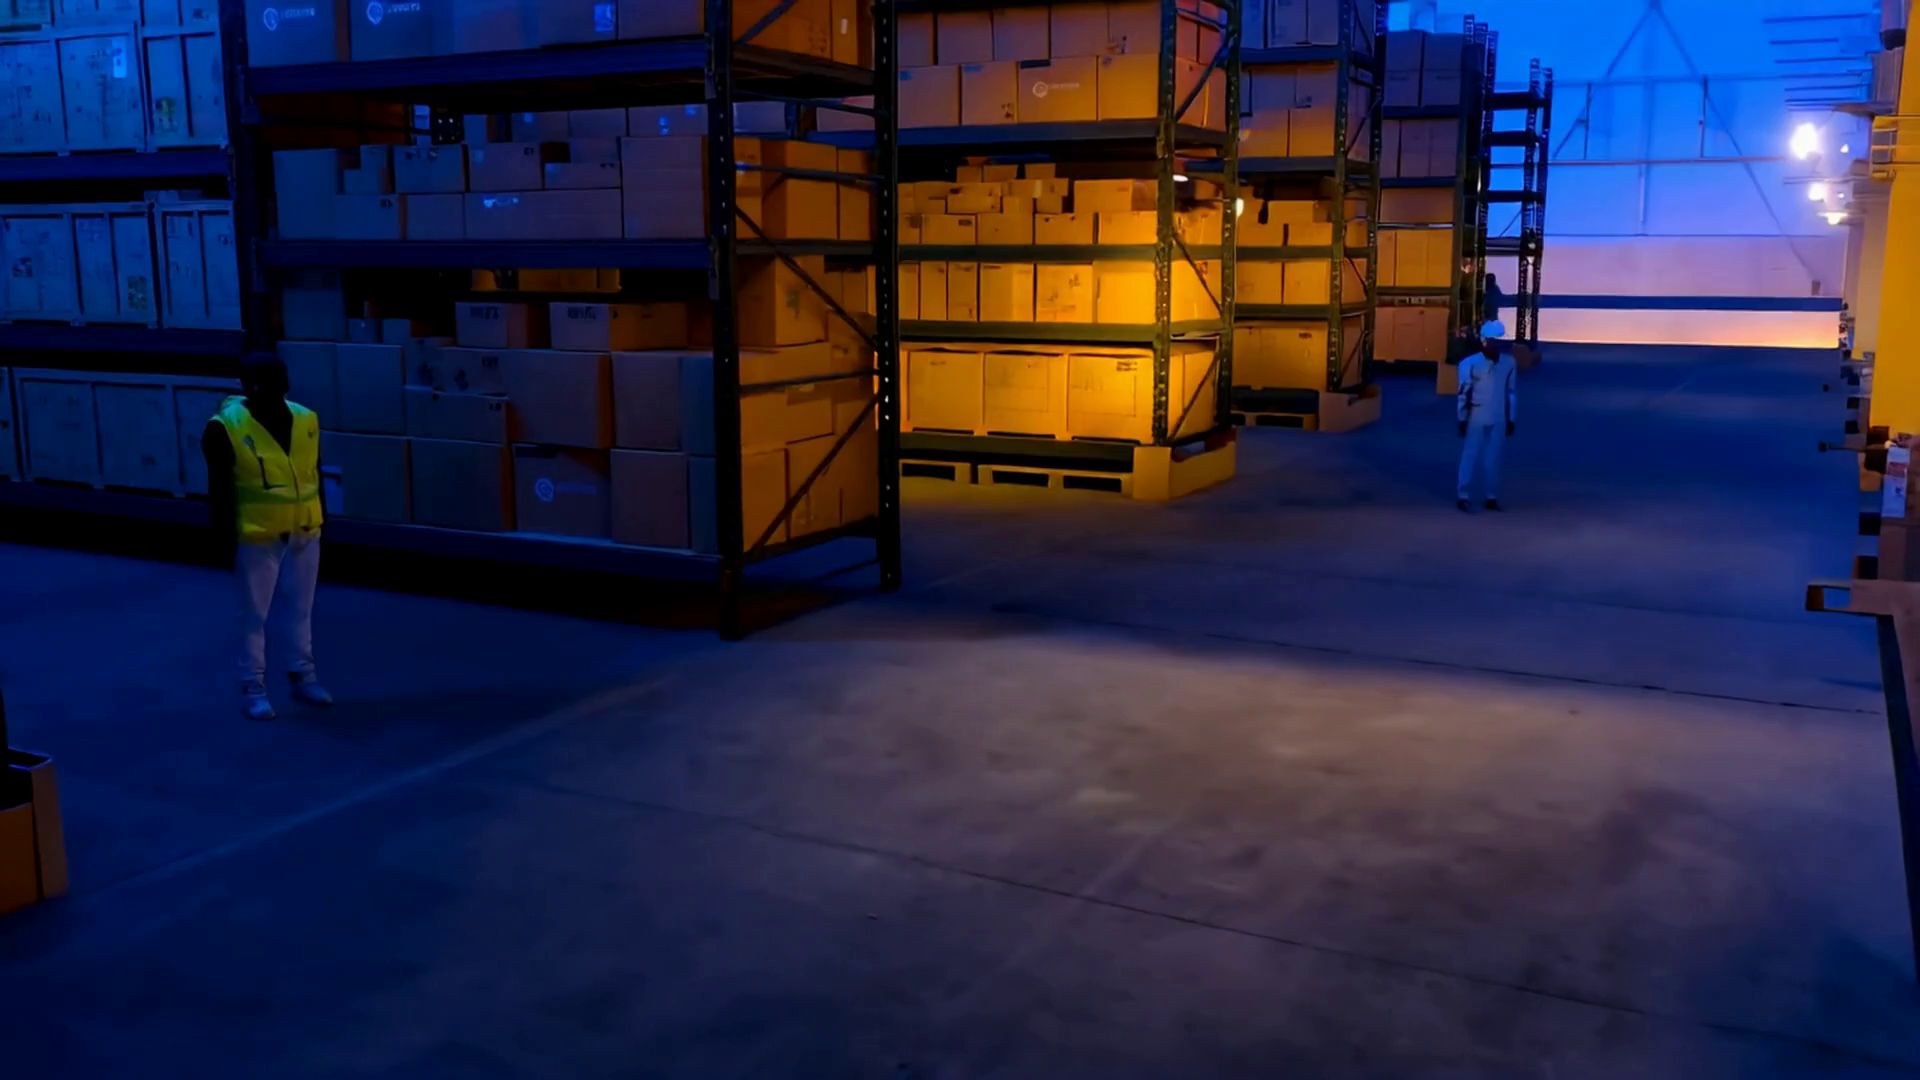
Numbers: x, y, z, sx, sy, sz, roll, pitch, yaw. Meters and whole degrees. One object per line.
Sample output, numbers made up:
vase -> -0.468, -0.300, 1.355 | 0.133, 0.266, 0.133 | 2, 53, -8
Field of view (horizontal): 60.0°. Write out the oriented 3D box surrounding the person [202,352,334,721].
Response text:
person -> -3.456, -0.026, 8.403 | 0.429, 1.841, 0.633 | 7, 12, 36

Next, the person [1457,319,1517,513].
person -> 4.750, -1.107, 14.949 | 0.576, 1.743, 0.354 | -2, 10, -12

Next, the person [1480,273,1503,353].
person -> 11.533, -4.852, 36.173 | 0.496, 1.893, 0.671 | 7, 12, 34
